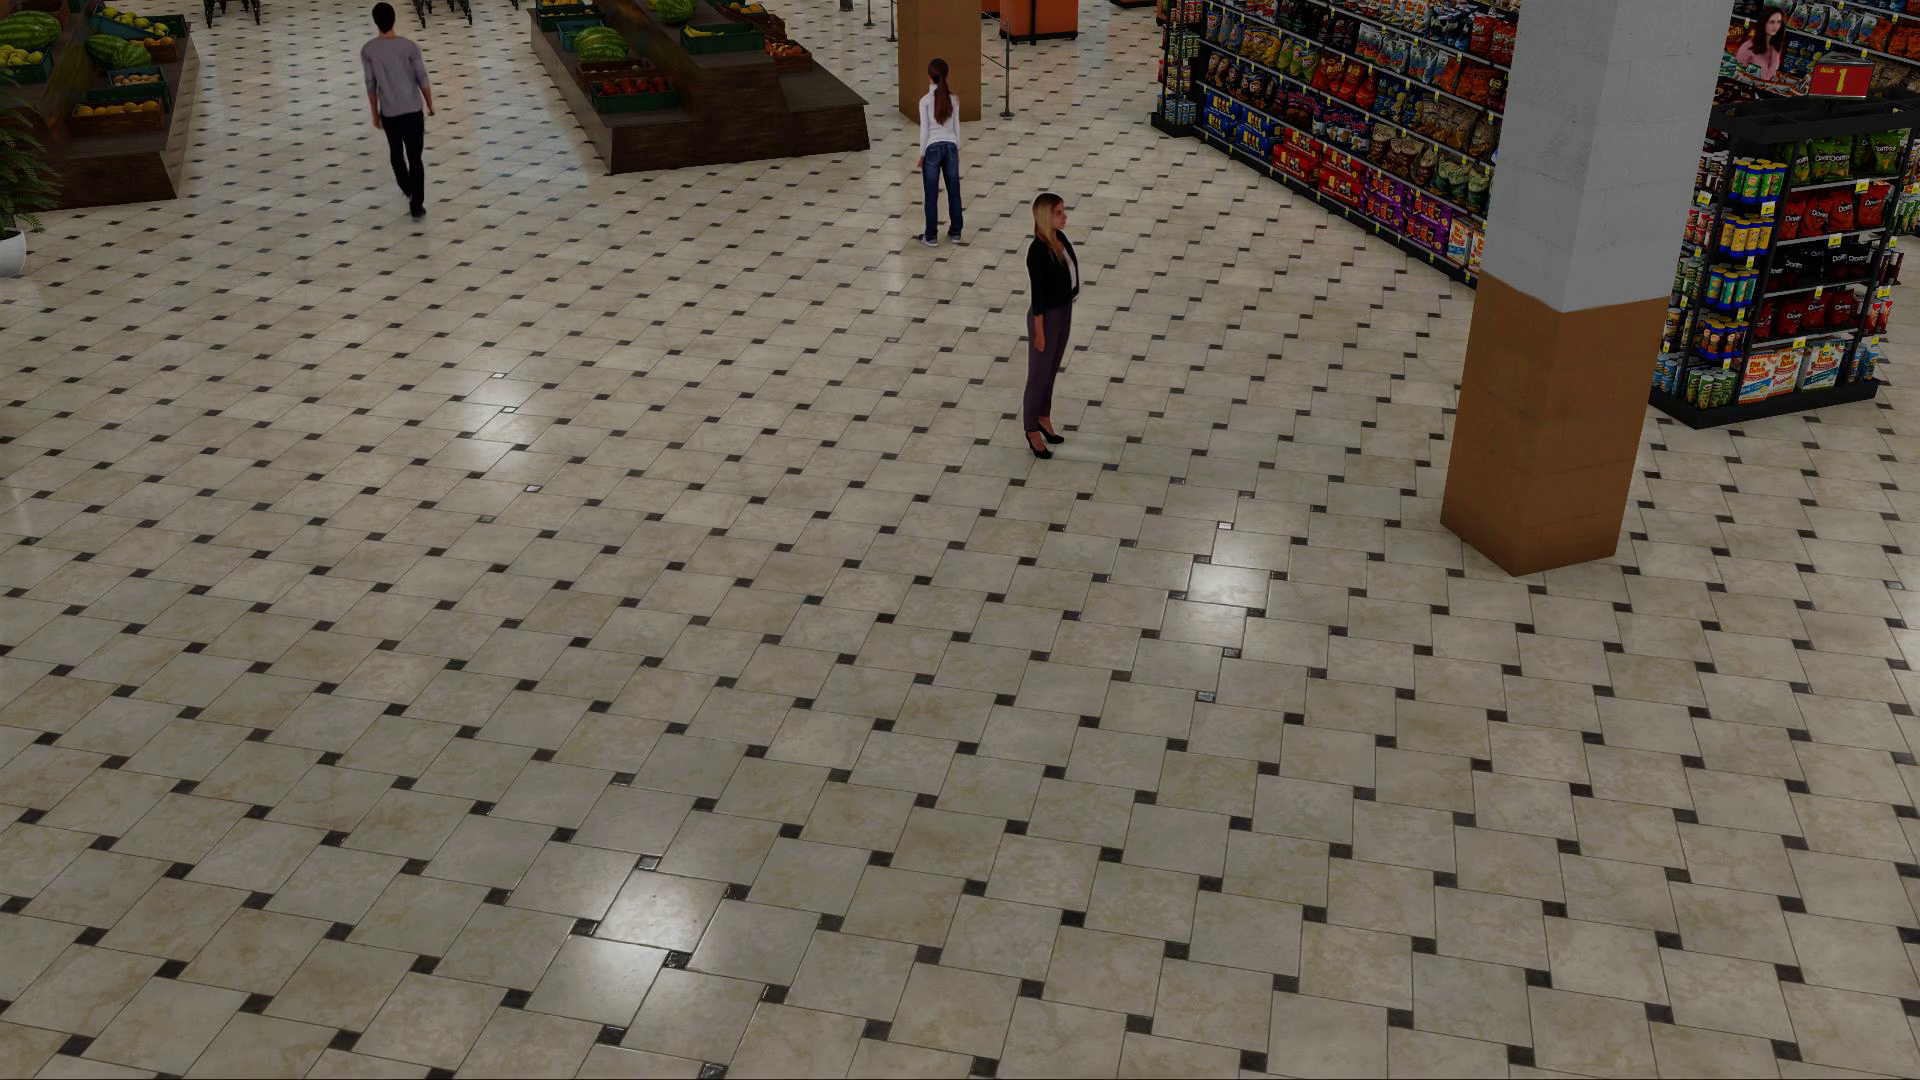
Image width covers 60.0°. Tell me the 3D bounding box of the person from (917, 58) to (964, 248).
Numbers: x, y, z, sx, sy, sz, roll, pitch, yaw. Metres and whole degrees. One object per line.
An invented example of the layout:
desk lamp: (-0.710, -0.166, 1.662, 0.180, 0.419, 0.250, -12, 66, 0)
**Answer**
person: (-0.168, -3.236, 13.895, 0.529, 1.557, 0.508, -10, 30, -18)

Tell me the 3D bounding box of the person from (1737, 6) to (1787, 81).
person: (6.925, -3.775, 14.629, 0.621, 1.801, 0.517, -9, 30, -16)

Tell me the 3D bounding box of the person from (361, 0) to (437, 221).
person: (-4.867, -3.690, 14.465, 0.845, 1.809, 1.152, -3, 29, -5)

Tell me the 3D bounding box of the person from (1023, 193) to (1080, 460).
person: (0.537, -1.330, 10.285, 0.734, 1.671, 0.671, 12, 31, 21)
